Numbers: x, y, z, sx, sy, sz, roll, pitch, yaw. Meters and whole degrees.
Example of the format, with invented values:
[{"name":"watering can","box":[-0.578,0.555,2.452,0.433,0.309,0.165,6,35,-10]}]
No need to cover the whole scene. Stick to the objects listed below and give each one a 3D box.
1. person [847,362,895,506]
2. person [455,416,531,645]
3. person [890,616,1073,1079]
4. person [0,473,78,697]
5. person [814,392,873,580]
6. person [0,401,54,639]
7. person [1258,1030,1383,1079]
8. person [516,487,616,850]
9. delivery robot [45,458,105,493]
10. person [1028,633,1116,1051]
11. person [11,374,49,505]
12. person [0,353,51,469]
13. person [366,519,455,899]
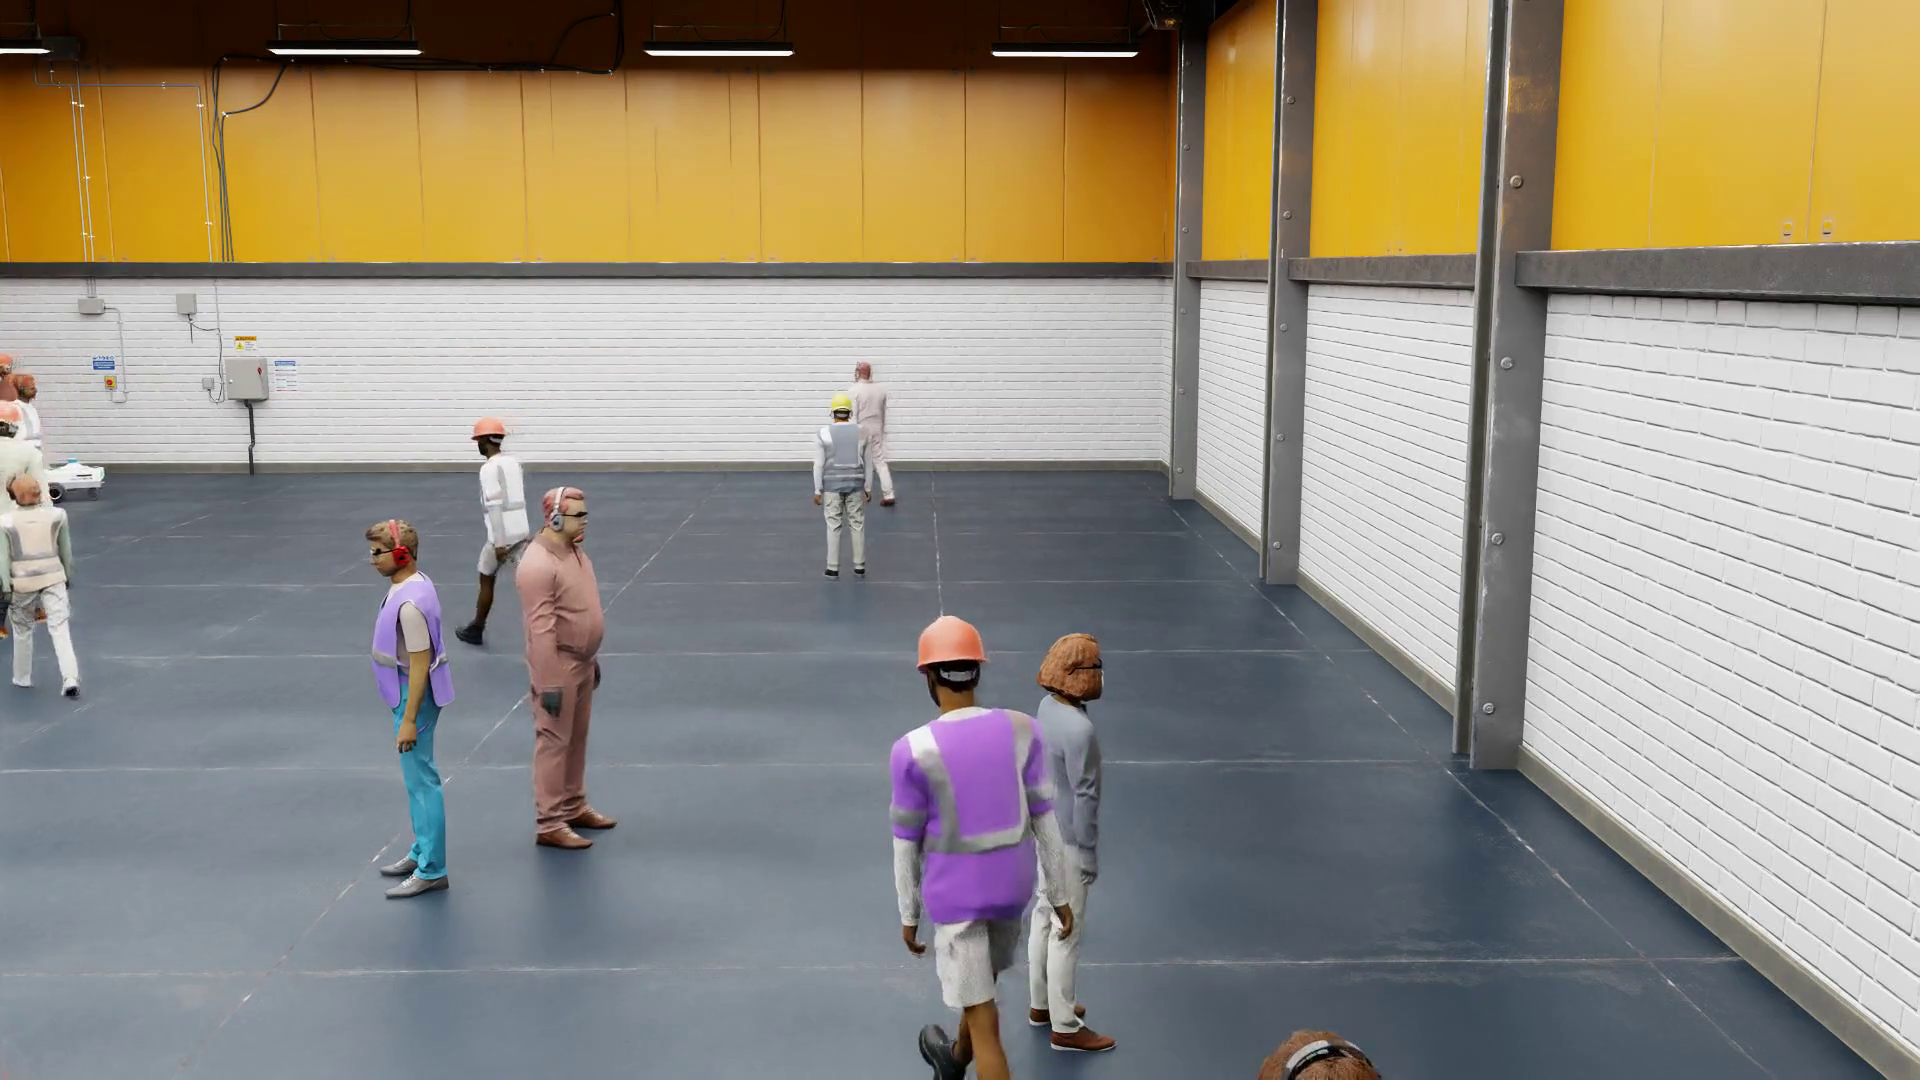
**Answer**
[{"name":"person","box":[-1.194,-1.354,21.315,0.669,1.859,1.006,-8,13,-42]},{"name":"person","box":[-3.611,-0.051,13.292,1.006,1.872,0.605,3,10,16]},{"name":"person","box":[0.044,1.189,5.687,0.608,1.856,1.020,-4,10,-25]},{"name":"person","box":[-6.566,0.315,11.851,0.513,1.596,0.858,-8,12,-41]},{"name":"person","box":[-1.149,-0.527,16.295,0.600,1.829,0.404,-3,10,-18]},{"name":"person","box":[-7.895,-0.176,13.786,0.612,1.956,0.989,1,9,9]},{"name":"person","box":[0.571,1.691,2.825,0.649,1.791,0.952,-3,10,-18]},{"name":"person","box":[-2.069,0.662,8.787,0.403,1.904,0.671,1,9,8]},{"name":"delivery robot","box":[-11.585,-0.827,21.753,0.707,0.478,0.477,-4,10,-26]},{"name":"person","box":[0.427,1.166,6.520,0.285,1.633,0.501,-2,10,-14]},{"name":"person","box":[-10.520,-0.931,18.665,0.561,1.866,0.582,-2,9,-10]},{"name":"person","box":[-12.658,-1.549,22.279,0.623,1.931,1.068,7,12,38]},{"name":"person","box":[-2.659,0.806,8.094,0.390,1.840,0.565,-4,10,-21]}]
